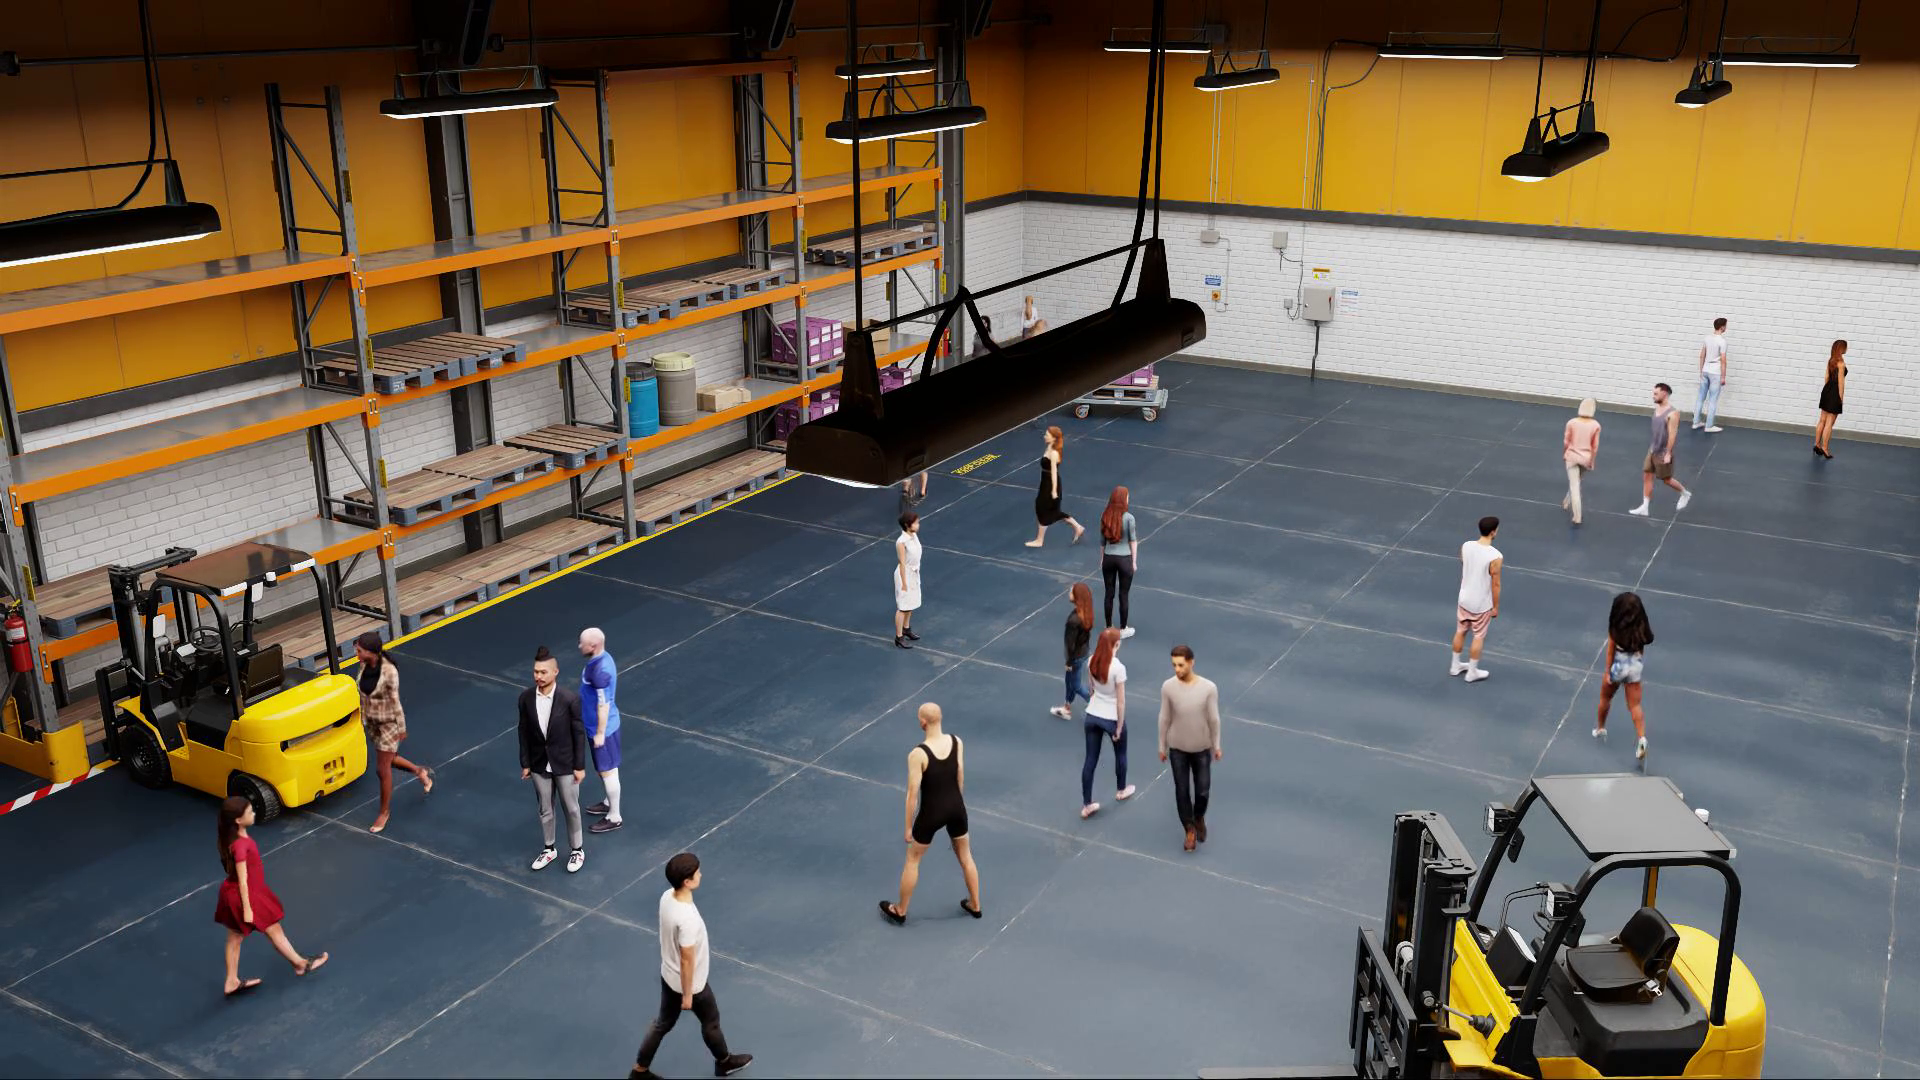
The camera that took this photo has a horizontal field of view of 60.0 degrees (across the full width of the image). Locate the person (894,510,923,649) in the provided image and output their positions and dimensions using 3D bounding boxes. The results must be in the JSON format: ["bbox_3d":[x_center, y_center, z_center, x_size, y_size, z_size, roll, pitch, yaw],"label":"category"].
[{"bbox_3d":[-0.584,0.415,18.297,0.678,1.551,0.527,6,19,16],"label":"person"}]

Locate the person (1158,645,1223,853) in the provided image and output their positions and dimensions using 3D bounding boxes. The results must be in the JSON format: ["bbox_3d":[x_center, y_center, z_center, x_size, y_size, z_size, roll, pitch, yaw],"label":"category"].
[{"bbox_3d":[1.936,1.711,13.993,0.782,1.842,0.769,3,19,8],"label":"person"}]

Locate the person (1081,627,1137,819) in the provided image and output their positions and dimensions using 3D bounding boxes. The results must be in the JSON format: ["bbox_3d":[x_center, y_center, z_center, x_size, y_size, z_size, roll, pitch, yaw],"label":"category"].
[{"bbox_3d":[1.206,1.620,14.474,0.618,1.708,0.925,11,22,30],"label":"person"}]

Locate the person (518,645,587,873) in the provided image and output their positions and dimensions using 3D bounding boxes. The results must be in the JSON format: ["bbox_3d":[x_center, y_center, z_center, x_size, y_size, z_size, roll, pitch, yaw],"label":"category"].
[{"bbox_3d":[-3.320,1.781,13.617,0.788,1.949,0.730,3,19,8],"label":"person"}]

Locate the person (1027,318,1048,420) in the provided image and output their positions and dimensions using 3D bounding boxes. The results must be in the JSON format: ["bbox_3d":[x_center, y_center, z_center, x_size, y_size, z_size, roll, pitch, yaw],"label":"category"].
[{"bbox_3d":[1.295,-2.816,27.680,0.809,1.686,0.915,1,19,4],"label":"person"}]

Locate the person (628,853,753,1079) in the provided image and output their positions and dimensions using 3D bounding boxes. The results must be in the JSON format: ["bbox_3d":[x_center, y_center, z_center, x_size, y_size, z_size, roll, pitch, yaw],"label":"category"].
[{"bbox_3d":[-1.882,2.851,10.855,1.195,1.683,1.014,-10,21,-28],"label":"person"}]

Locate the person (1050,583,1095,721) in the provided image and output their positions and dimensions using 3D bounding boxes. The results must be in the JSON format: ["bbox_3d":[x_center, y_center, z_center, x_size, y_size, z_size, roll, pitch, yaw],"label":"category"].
[{"bbox_3d":[1.208,1.132,16.302,0.667,1.465,0.848,9,20,24],"label":"person"}]

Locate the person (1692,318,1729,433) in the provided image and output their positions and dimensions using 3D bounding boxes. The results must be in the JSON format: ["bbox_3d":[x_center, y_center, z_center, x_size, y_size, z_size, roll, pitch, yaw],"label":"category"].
[{"bbox_3d":[12.250,-2.705,27.090,0.759,1.851,0.730,-7,20,-20],"label":"person"}]

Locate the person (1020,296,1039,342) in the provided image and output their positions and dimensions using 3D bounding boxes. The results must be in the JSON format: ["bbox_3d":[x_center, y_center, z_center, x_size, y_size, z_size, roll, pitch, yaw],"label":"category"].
[{"bbox_3d":[1.333,-4.083,32.079,0.572,1.279,0.612,0,19,0],"label":"person"}]

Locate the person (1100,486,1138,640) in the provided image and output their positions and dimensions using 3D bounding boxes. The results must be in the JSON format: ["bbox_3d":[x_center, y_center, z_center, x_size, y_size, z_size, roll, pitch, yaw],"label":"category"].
[{"bbox_3d":[1.753,0.250,18.484,0.584,1.744,0.543,9,21,25],"label":"person"}]

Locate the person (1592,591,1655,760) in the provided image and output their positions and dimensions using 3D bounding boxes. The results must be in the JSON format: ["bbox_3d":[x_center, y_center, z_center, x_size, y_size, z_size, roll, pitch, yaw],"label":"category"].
[{"bbox_3d":[6.285,1.297,15.612,0.936,1.593,1.087,-2,19,-5],"label":"person"}]

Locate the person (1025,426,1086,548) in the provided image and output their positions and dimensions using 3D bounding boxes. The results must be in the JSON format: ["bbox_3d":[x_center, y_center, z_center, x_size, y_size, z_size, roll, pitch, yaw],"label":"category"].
[{"bbox_3d":[1.272,-0.670,21.444,0.991,1.598,1.037,-1,19,-3],"label":"person"}]

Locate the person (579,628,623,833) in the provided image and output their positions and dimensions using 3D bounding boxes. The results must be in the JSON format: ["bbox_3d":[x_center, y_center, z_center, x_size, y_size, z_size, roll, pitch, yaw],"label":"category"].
[{"bbox_3d":[-3.089,1.600,14.326,0.808,1.839,0.748,-5,19,-14],"label":"person"}]

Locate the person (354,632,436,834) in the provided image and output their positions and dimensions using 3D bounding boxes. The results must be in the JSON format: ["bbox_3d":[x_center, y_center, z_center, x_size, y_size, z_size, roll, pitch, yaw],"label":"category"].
[{"bbox_3d":[-4.923,1.609,14.419,0.627,1.762,1.055,9,20,24],"label":"person"}]

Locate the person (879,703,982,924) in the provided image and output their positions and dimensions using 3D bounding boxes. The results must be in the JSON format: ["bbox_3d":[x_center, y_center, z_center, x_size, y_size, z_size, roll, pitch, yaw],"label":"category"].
[{"bbox_3d":[-0.183,2.136,12.833,0.909,1.776,1.045,-11,22,-30],"label":"person"}]

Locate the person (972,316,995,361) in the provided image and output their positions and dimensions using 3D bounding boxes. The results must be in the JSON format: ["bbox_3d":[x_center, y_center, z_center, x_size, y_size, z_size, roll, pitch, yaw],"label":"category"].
[{"bbox_3d":[0.427,-2.873,27.727,0.633,1.763,0.671,15,24,38],"label":"person"}]

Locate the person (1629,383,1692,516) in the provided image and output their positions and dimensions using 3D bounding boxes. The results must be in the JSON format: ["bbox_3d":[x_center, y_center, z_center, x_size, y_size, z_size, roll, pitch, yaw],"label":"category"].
[{"bbox_3d":[9.498,-1.191,22.299,1.190,1.803,1.138,-5,19,-15],"label":"person"}]

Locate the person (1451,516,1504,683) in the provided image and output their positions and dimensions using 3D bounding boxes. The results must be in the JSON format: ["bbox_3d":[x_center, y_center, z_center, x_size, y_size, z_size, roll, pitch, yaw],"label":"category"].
[{"bbox_3d":[5.374,0.612,17.354,0.723,1.779,0.730,-13,23,-34],"label":"person"}]

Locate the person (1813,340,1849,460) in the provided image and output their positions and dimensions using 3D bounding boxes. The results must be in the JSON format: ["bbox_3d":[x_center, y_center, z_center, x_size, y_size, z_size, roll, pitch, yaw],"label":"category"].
[{"bbox_3d":[13.381,-2.170,25.527,0.726,1.835,0.634,-1,19,-4],"label":"person"}]

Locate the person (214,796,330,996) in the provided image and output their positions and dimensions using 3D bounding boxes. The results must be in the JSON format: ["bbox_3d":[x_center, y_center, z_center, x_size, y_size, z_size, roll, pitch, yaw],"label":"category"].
[{"bbox_3d":[-5.205,2.575,11.921,1.029,1.526,0.822,-12,22,-32],"label":"person"}]

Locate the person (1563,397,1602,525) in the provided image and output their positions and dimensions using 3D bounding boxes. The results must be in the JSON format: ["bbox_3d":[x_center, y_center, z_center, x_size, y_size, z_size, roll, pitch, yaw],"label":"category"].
[{"bbox_3d":[8.338,-1.030,22.409,0.899,1.665,1.219,3,19,8],"label":"person"}]
